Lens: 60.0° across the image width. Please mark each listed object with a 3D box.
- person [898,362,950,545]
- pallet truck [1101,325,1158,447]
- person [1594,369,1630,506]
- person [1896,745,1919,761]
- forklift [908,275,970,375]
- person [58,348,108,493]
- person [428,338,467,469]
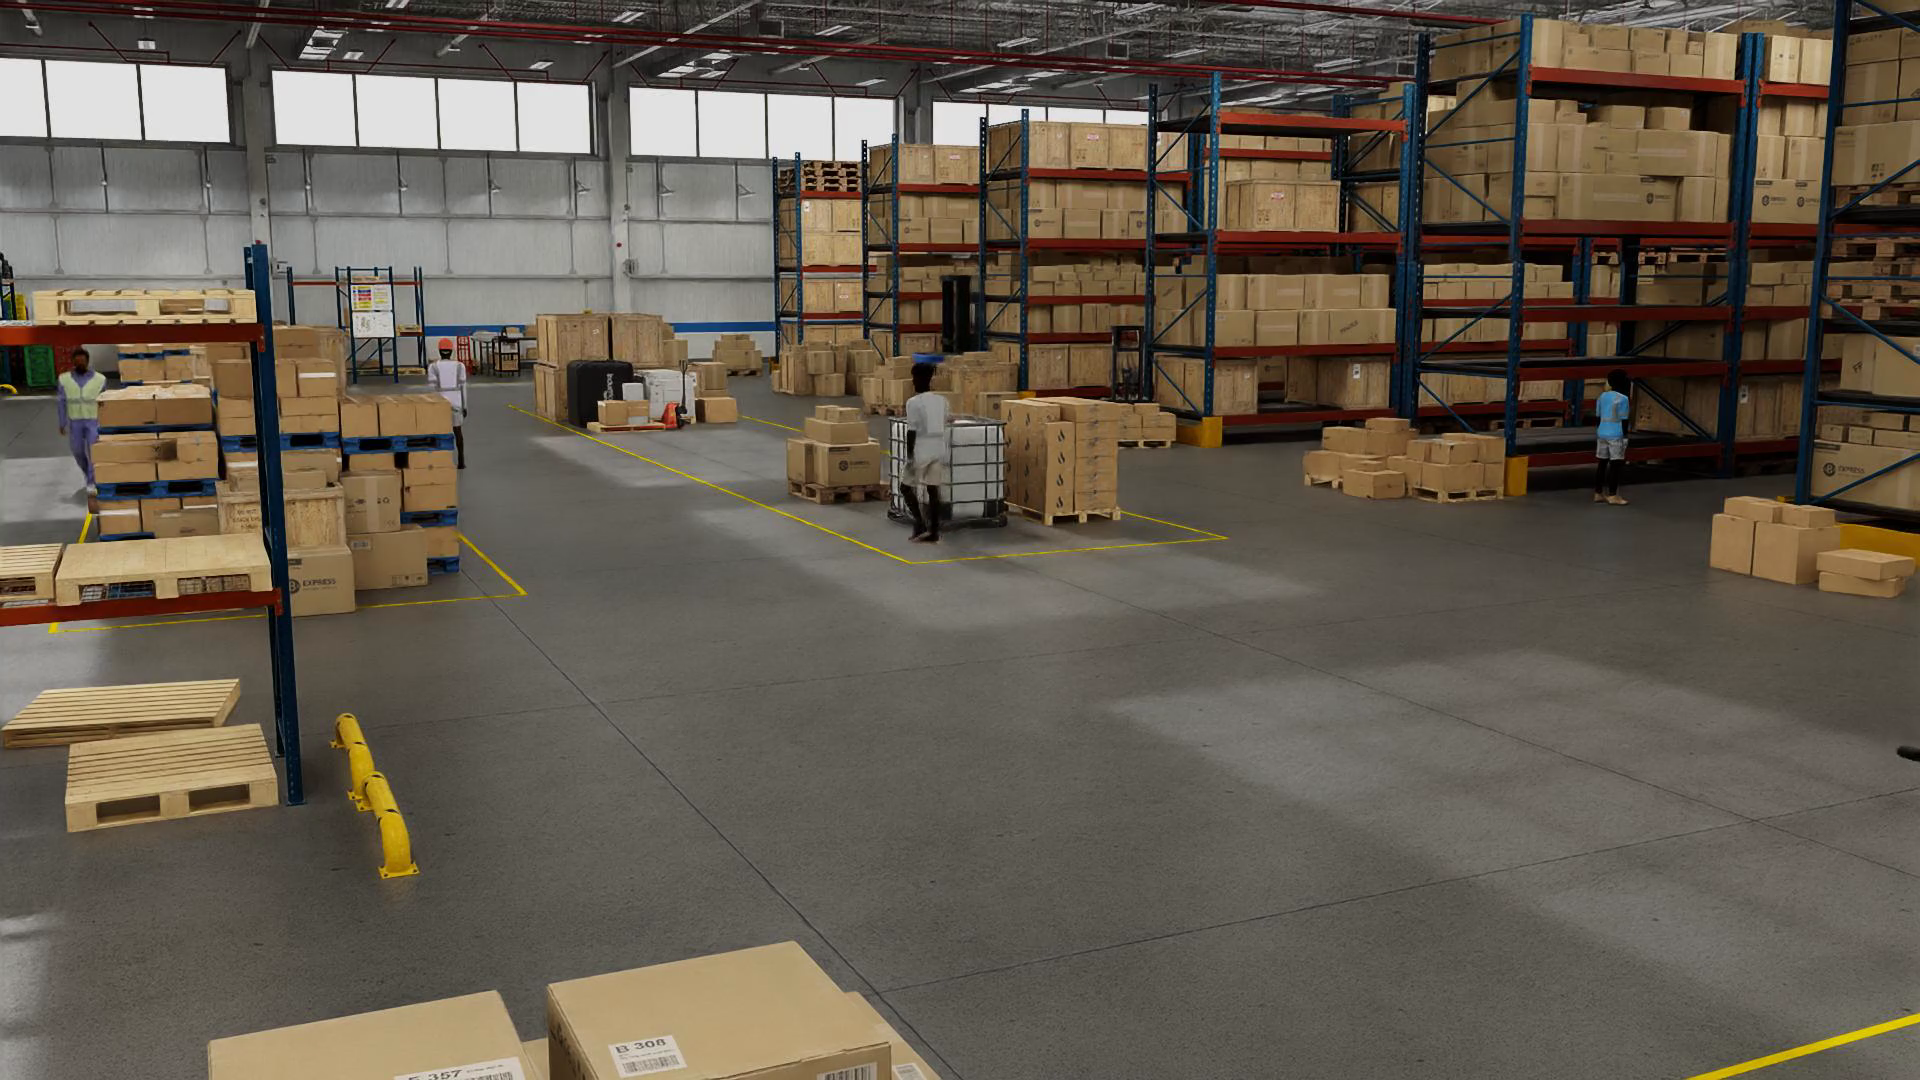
[{"bbox_3d":[-0.376,-0.911,17.614,0.625,1.946,0.457,-9,13,-43],"label":"person"},{"bbox_3d":[2.881,-2.596,27.923,0.823,1.965,1.885,-1,9,-7],"label":"pallet truck"},{"bbox_3d":[8.120,-1.277,20.670,0.316,1.695,0.542,-3,10,-17],"label":"person"},{"bbox_3d":[5.893,0.440,9.404,0.553,1.907,0.940,-7,12,-38],"label":"person"},{"bbox_3d":[-0.122,-4.462,36.771,1.873,2.768,1.129,-4,10,-25],"label":"forklift"},{"bbox_3d":[-11.542,-1.588,21.952,0.604,1.907,0.626,-3,10,-20],"label":"person"},{"bbox_3d":[-7.507,-1.992,24.369,0.565,1.936,0.373,-5,10,-28],"label":"person"}]
